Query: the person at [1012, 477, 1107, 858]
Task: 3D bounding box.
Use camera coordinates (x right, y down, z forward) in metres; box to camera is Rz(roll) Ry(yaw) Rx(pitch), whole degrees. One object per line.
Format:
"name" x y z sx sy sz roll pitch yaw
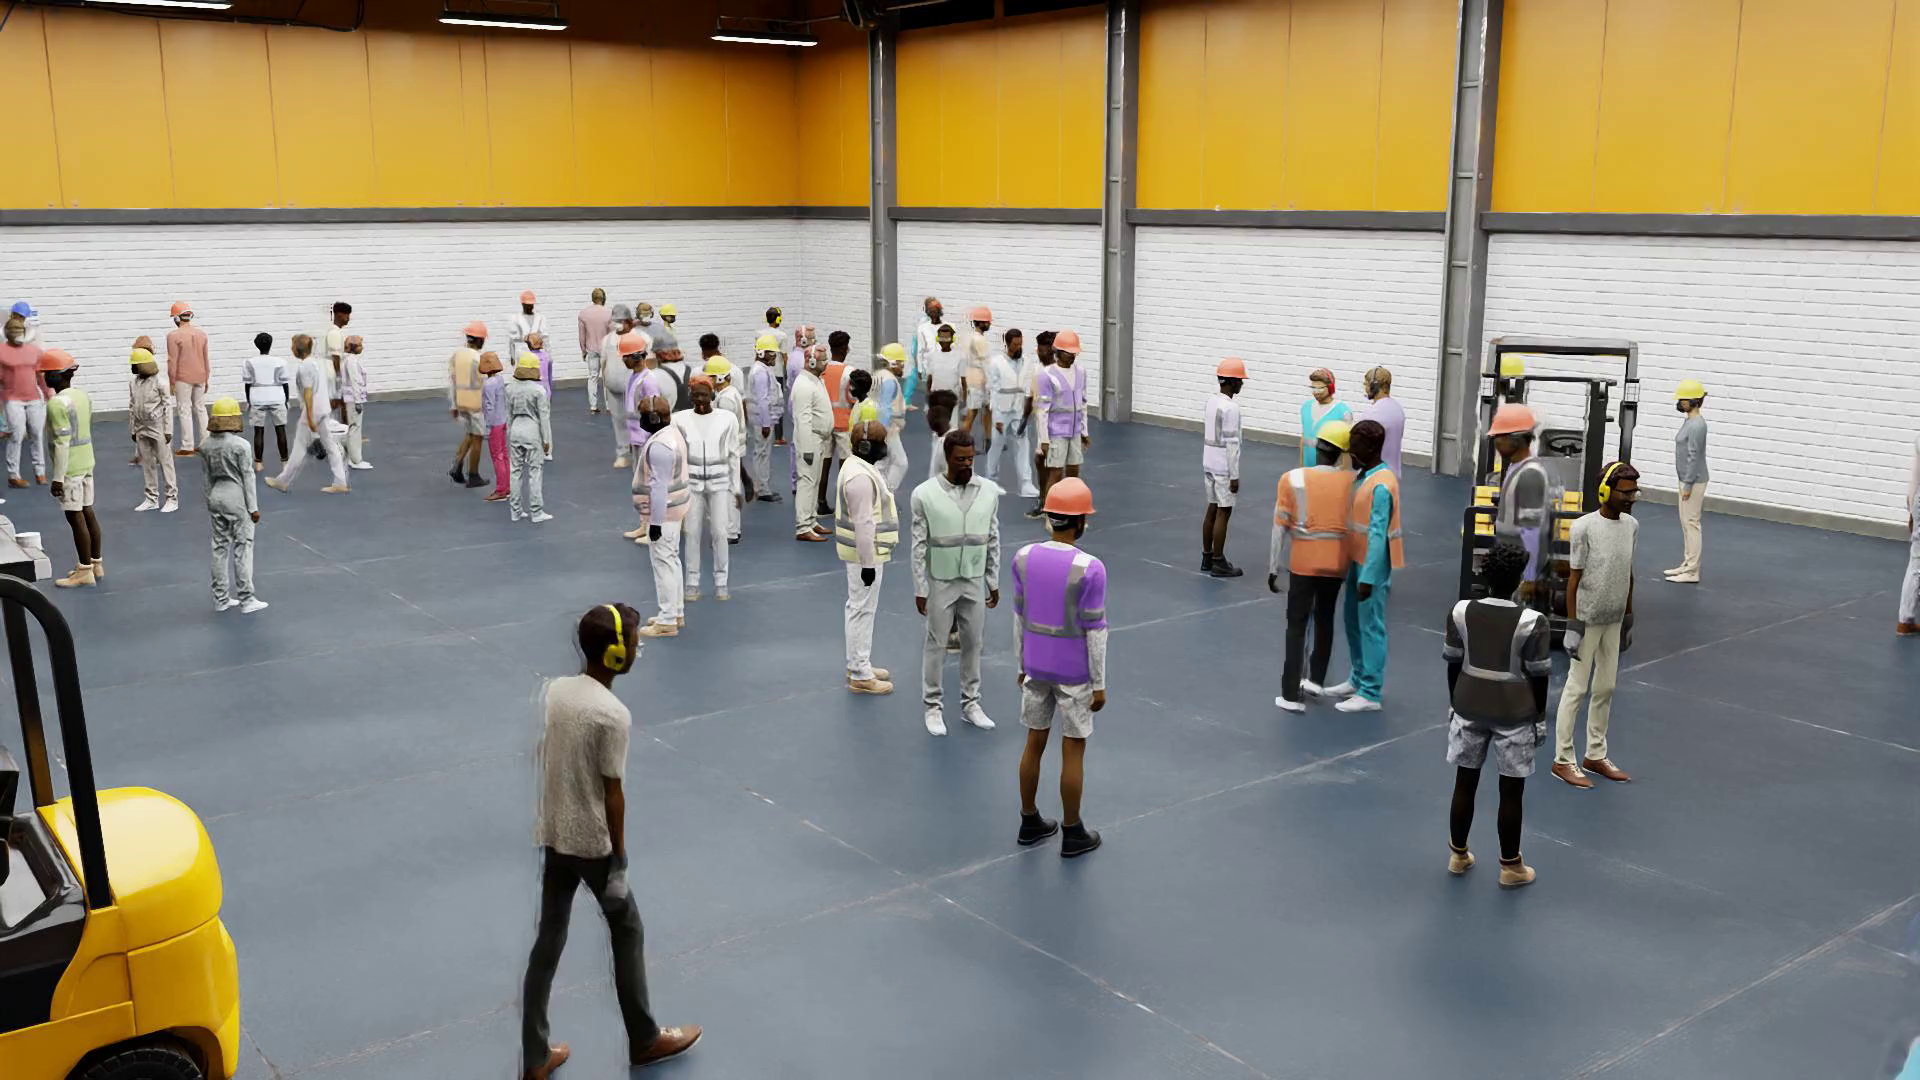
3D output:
"person" 0.522 0.641 8.424 0.545 1.929 0.388 9 15 38

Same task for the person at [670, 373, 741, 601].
"person" -2.099 -0.430 13.694 0.586 1.883 0.337 -1 12 -7

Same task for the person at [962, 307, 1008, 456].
"person" 0.326 -2.026 21.352 0.819 1.908 0.566 -2 12 -8

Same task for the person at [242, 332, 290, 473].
"person" -8.372 -1.661 20.125 0.536 1.689 0.324 -4 12 -18

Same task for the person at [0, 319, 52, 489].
"person" -10.774 -1.574 19.114 0.427 1.931 0.639 7 13 29

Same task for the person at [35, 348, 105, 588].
"person" -7.592 -0.610 14.175 0.371 2.044 0.607 -2 12 -8

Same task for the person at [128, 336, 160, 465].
"person" -10.113 -1.725 20.634 0.549 1.591 0.540 1 12 4

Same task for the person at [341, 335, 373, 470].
"person" -7.393 -1.683 20.346 0.311 1.636 0.523 -5 13 -24

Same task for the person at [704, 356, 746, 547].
"person" -2.241 -0.841 15.843 0.403 1.821 0.601 -1 12 -5

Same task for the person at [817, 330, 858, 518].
"person" -1.271 -1.187 17.182 0.608 1.958 0.370 6 13 25

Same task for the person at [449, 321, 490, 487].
"person" -5.548 -1.543 19.002 0.565 1.916 0.436 7 14 30

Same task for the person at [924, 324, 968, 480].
"person" -0.167 -1.581 19.321 0.519 1.860 0.320 4 12 20

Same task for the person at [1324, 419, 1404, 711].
"person" 2.647 0.167 10.757 0.400 1.909 0.605 0 12 1

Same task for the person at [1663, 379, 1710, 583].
"person" 6.285 -0.510 14.391 0.351 1.756 0.518 3 12 15

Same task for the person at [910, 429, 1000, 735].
"person" -0.030 0.254 10.332 0.589 1.911 0.384 -5 13 -24

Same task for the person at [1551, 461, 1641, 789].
"person" 3.619 0.475 9.392 0.509 1.860 0.334 -6 13 -25

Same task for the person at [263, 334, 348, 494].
"person" -7.325 -1.395 18.553 0.979 1.797 0.502 1 12 7

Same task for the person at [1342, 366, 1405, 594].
"person" 3.472 -0.483 13.857 0.383 1.928 0.635 8 14 35

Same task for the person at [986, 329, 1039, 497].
"person" 0.583 -1.388 18.341 0.601 1.868 0.907 -10 15 -40

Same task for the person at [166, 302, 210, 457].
"person" -9.897 -2.057 21.328 0.408 1.980 0.627 5 13 21

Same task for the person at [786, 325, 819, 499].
"person" -1.706 -1.420 18.420 0.401 1.910 0.642 -2 12 -11

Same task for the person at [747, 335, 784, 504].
"person" -2.114 -1.318 18.117 0.404 1.829 0.591 -2 12 -8

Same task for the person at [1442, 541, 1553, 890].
"person" 2.584 0.840 8.020 0.532 1.694 0.319 10 15 39

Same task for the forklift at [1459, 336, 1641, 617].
"forklift" 4.683 -0.471 13.136 1.214 2.155 2.313 4 12 20

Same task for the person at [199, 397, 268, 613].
"person" -5.836 -0.282 13.348 0.481 1.734 0.329 4 12 20

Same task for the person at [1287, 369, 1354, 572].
"person" 3.185 -0.582 14.542 0.401 1.837 0.564 -8 14 -33

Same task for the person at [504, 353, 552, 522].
"person" -4.426 -1.054 17.084 0.488 1.733 0.348 4 12 19

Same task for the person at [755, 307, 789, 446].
"person" -2.506 -2.183 22.247 0.525 1.854 0.333 5 13 21

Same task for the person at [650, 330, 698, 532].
"person" -2.831 -1.058 16.344 0.640 2.000 0.699 9 15 38

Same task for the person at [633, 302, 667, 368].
"person" -4.188 -2.219 22.242 0.636 1.928 0.384 -7 14 -31

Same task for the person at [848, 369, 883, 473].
"person" -0.905 -0.796 15.946 0.323 1.689 0.537 -3 12 -16

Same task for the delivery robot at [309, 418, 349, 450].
"delivery robot" -8.136 -1.390 21.329 0.707 0.478 0.477 11 16 43

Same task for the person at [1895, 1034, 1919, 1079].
"person" 1.993 1.667 3.477 0.545 1.925 0.598 10 15 40

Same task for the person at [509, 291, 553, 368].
"person" -6.460 -2.803 25.112 0.568 1.888 0.950 -8 14 -33

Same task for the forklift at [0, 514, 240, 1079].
"forklift" -3.687 1.115 5.480 2.313 2.155 1.214 -9 15 -36

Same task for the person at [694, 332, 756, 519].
"person" -2.449 -1.204 17.313 0.661 1.936 0.730 4 12 17

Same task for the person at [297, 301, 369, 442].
"person" -8.472 -2.242 22.334 0.809 1.931 0.625 -4 12 -19

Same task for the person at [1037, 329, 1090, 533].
"person" 1.042 -1.062 16.408 0.618 2.028 0.409 -10 15 -39

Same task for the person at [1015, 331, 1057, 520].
"person" 0.833 -1.187 17.191 0.602 1.947 0.637 -4 12 -20

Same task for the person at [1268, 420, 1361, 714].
"person" 2.315 0.168 10.794 0.621 1.884 0.492 -1 12 -3

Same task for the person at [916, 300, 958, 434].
"person" -0.316 -2.420 23.330 0.609 1.873 0.448 3 12 12

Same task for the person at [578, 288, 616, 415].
"person" -5.469 -2.859 25.290 0.637 1.936 0.355 3 12 12

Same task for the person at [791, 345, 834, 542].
"person" -1.415 -0.940 16.135 0.397 1.900 0.649 1 12 4

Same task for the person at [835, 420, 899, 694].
"person" -0.623 0.103 11.223 0.429 1.841 0.634 -1 12 -6

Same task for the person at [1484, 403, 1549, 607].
"person" 3.490 0.132 10.650 0.586 2.018 0.635 2 12 12

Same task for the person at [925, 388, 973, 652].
"person" -0.076 -0.160 12.303 0.435 1.922 0.647 -1 12 -6

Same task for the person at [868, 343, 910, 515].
"person" -0.749 -1.140 17.306 0.457 1.809 0.628 -3 12 -15

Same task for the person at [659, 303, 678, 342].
"person" -4.239 -2.564 24.289 0.314 1.769 0.525 3 12 13

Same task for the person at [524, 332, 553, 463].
"person" -5.296 -1.781 20.835 0.324 1.631 0.524 7 14 31

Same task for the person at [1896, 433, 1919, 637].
"person" 7.361 -0.180 12.389 0.426 1.932 0.623 -8 14 -33

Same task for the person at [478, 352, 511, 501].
"person" -5.113 -1.246 18.240 0.279 1.634 0.498 0 12 1

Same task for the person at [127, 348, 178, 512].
"person" -8.533 -1.153 17.532 0.492 1.741 0.317 3 12 15

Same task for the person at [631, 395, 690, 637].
"person" -2.274 -0.189 12.671 0.429 1.831 0.635 0 12 -2

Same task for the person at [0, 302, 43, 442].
"person" -12.790 -2.276 22.572 0.672 1.908 0.399 -5 13 -23

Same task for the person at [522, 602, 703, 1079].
"person" -1.374 1.147 6.247 0.512 1.825 0.667 10 15 39

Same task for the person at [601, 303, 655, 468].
"person" -4.094 -1.898 20.400 0.688 2.000 0.628 3 12 13

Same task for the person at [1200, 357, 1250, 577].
"person" 2.332 -0.638 14.593 0.388 1.930 0.544 -3 12 -12

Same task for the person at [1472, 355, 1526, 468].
"person" 4.873 -0.724 15.067 0.458 1.906 0.608 10 15 39

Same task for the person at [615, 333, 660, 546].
"person" -3.051 -0.954 15.866 0.405 2.031 0.611 -6 13 -27
